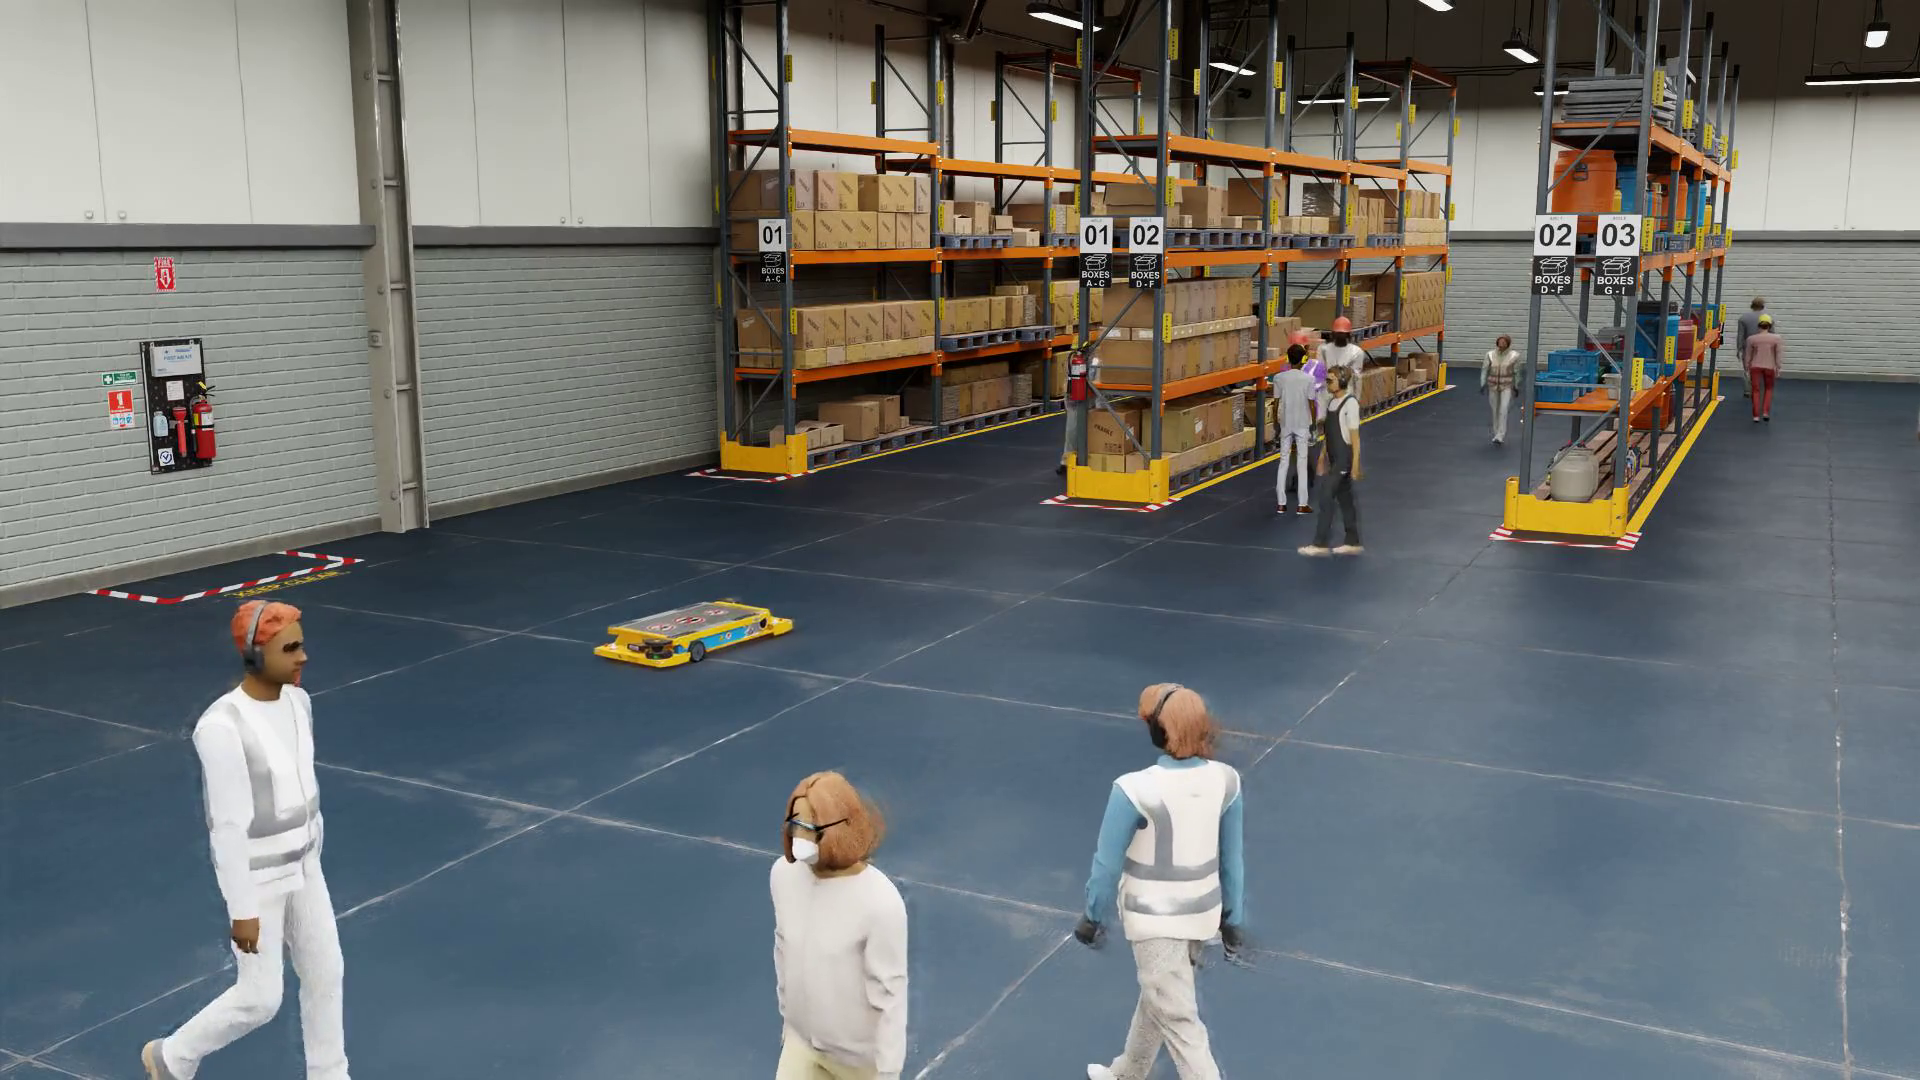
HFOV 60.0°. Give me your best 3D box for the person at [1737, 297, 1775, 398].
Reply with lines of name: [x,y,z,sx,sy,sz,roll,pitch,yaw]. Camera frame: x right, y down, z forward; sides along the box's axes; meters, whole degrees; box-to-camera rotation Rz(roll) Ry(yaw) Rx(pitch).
person: [14.688,-3.535,30.737,0.636,1.915,0.833,4,11,22]

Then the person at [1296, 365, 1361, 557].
person: [3.470,-0.736,15.688,0.799,1.818,0.549,-2,11,-8]

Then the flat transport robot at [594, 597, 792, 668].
flat transport robot: [-1.951,0.667,12.281,0.652,0.197,1.431,7,13,33]

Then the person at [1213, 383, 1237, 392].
person: [4.561,-3.229,28.899,0.625,1.972,0.713,8,13,38]

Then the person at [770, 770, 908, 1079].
person: [-0.331,1.407,4.646,0.510,1.590,0.842,8,13,35]

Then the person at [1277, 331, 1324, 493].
person: [3.990,-1.495,19.582,0.578,1.917,0.425,8,13,39]

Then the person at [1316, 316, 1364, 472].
person: [4.921,-1.908,21.600,0.617,2.013,0.943,5,12,27]

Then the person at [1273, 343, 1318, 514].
person: [3.664,-1.212,18.174,0.509,1.868,0.328,5,12,27]

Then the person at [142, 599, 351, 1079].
person: [-2.351,1.108,5.539,0.741,1.861,0.577,2,11,11]

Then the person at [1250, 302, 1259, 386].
person: [5.021,-3.105,28.425,0.721,1.891,0.627,-8,13,-36]

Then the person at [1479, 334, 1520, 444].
person: [7.862,-2.193,24.265,0.523,1.593,0.857,6,12,31]

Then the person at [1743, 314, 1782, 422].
person: [13.110,-2.809,27.183,0.558,1.740,0.696,4,11,23]

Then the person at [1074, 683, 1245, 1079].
person: [0.695,1.256,5.467,0.508,1.593,0.882,-7,13,-35]

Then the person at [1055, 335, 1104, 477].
person: [1.533,-1.690,20.991,0.607,1.781,0.925,5,12,27]
